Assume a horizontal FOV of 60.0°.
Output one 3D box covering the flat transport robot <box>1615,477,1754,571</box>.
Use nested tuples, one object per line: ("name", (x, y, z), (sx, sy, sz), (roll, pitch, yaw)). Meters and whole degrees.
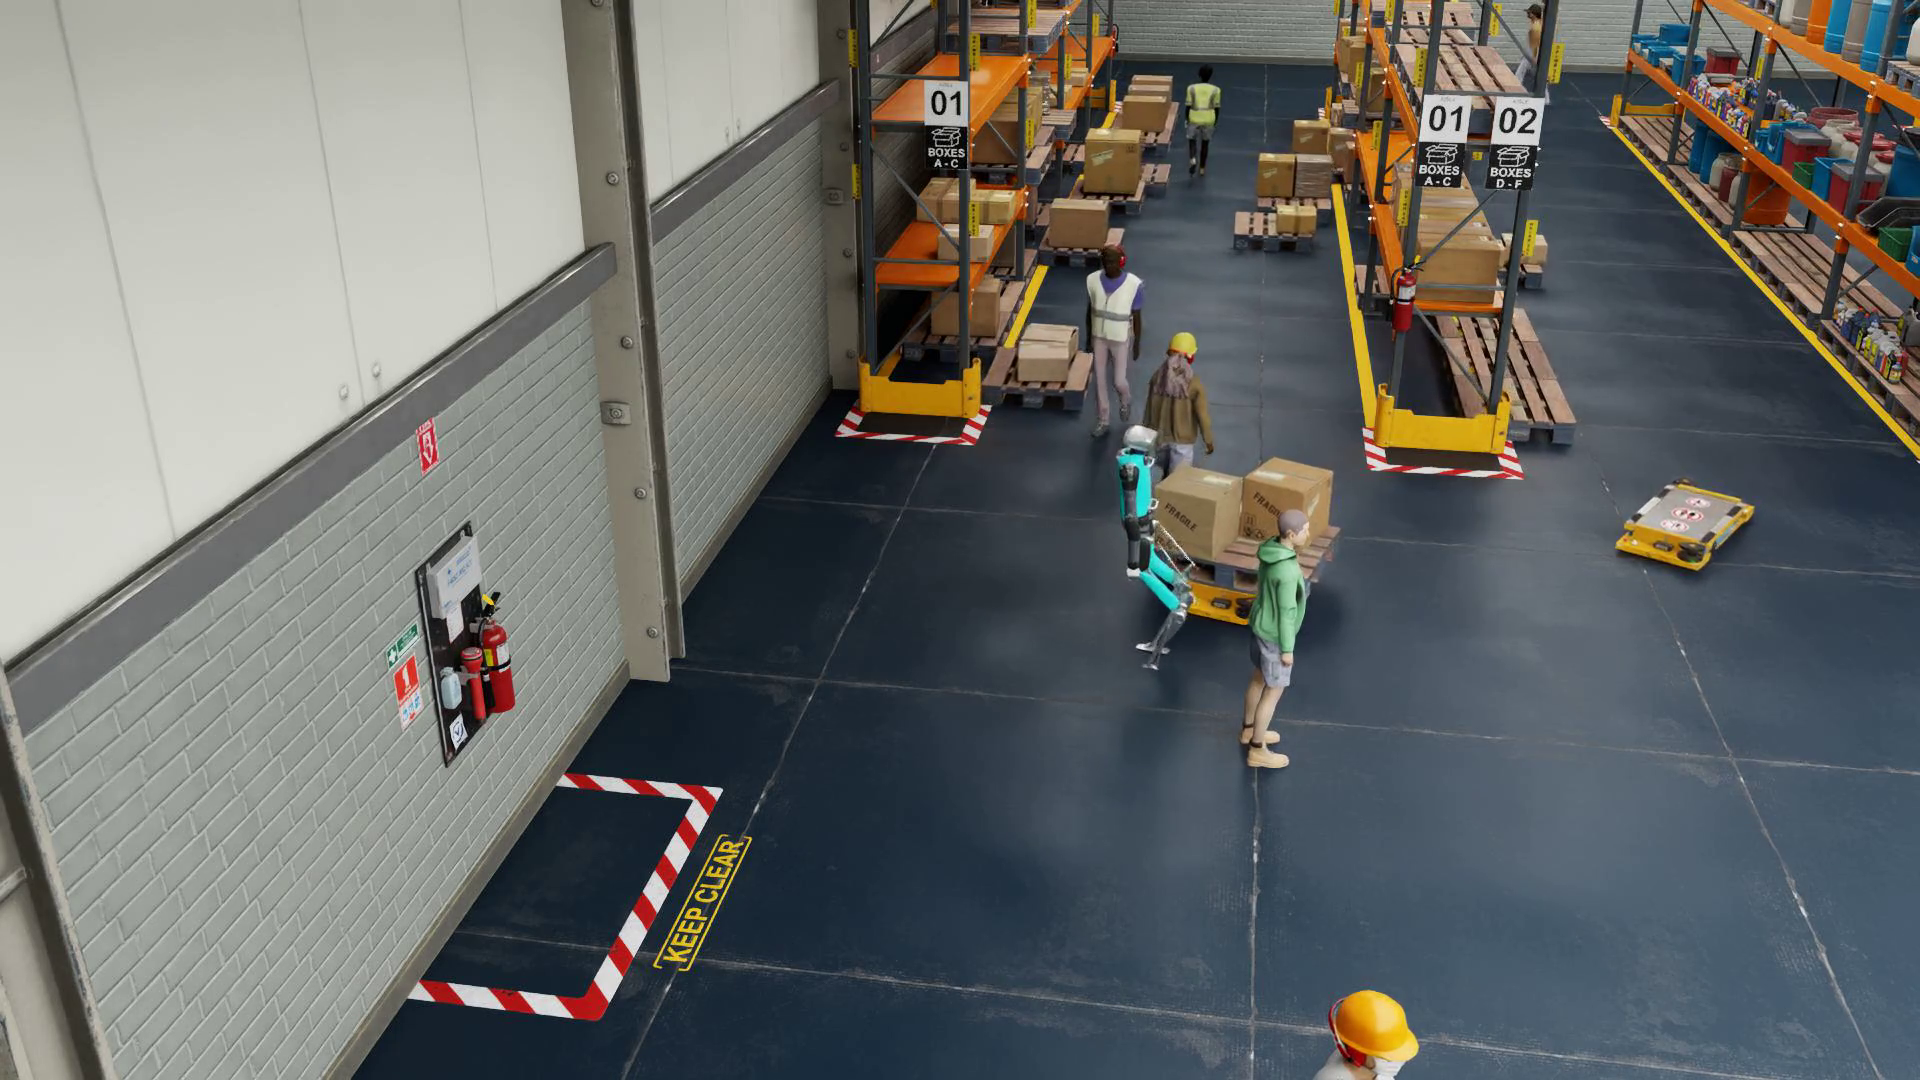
("flat transport robot", (5.971, -0.140, 13.657), (0.659, 0.231, 1.431), (19, 31, 35))

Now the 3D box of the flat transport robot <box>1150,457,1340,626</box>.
("flat transport robot", (2.197, 0.250, 12.823), (0.659, 0.231, 1.431), (12, 28, 24))

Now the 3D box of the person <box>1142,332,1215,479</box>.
("person", (1.782, -0.853, 13.475), (0.553, 1.713, 0.891), (16, 29, 30))

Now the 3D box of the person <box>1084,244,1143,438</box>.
("person", (1.427, -1.881, 15.530), (0.571, 1.830, 0.513), (13, 28, 25))

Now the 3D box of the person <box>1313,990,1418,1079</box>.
("person", (1.436, 2.446, 6.204), (0.375, 1.894, 0.573), (17, 30, 32))

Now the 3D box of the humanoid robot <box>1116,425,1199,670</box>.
("humanoid robot", (1.398, 0.079, 11.458), (0.691, 1.783, 0.540), (5, 26, 11))

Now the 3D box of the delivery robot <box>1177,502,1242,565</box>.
("delivery robot", (2.034, -0.118, 13.270), (0.778, 0.594, 0.499), (3, 25, 7))

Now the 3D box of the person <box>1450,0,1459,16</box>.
("person", (9.332, -9.437, 31.792), (0.523, 1.763, 0.324), (8, 26, 16))

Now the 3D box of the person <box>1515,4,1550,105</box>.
("person", (10.536, -8.966, 30.728), (1.020, 1.802, 0.536), (12, 28, 24))

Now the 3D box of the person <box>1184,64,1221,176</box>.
("person", (3.692, -6.387, 25.349), (0.546, 1.680, 0.406), (4, 25, 8))

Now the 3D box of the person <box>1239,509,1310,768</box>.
("person", (1.953, 0.602, 10.346), (0.315, 1.734, 0.476), (-3, 25, -6))
